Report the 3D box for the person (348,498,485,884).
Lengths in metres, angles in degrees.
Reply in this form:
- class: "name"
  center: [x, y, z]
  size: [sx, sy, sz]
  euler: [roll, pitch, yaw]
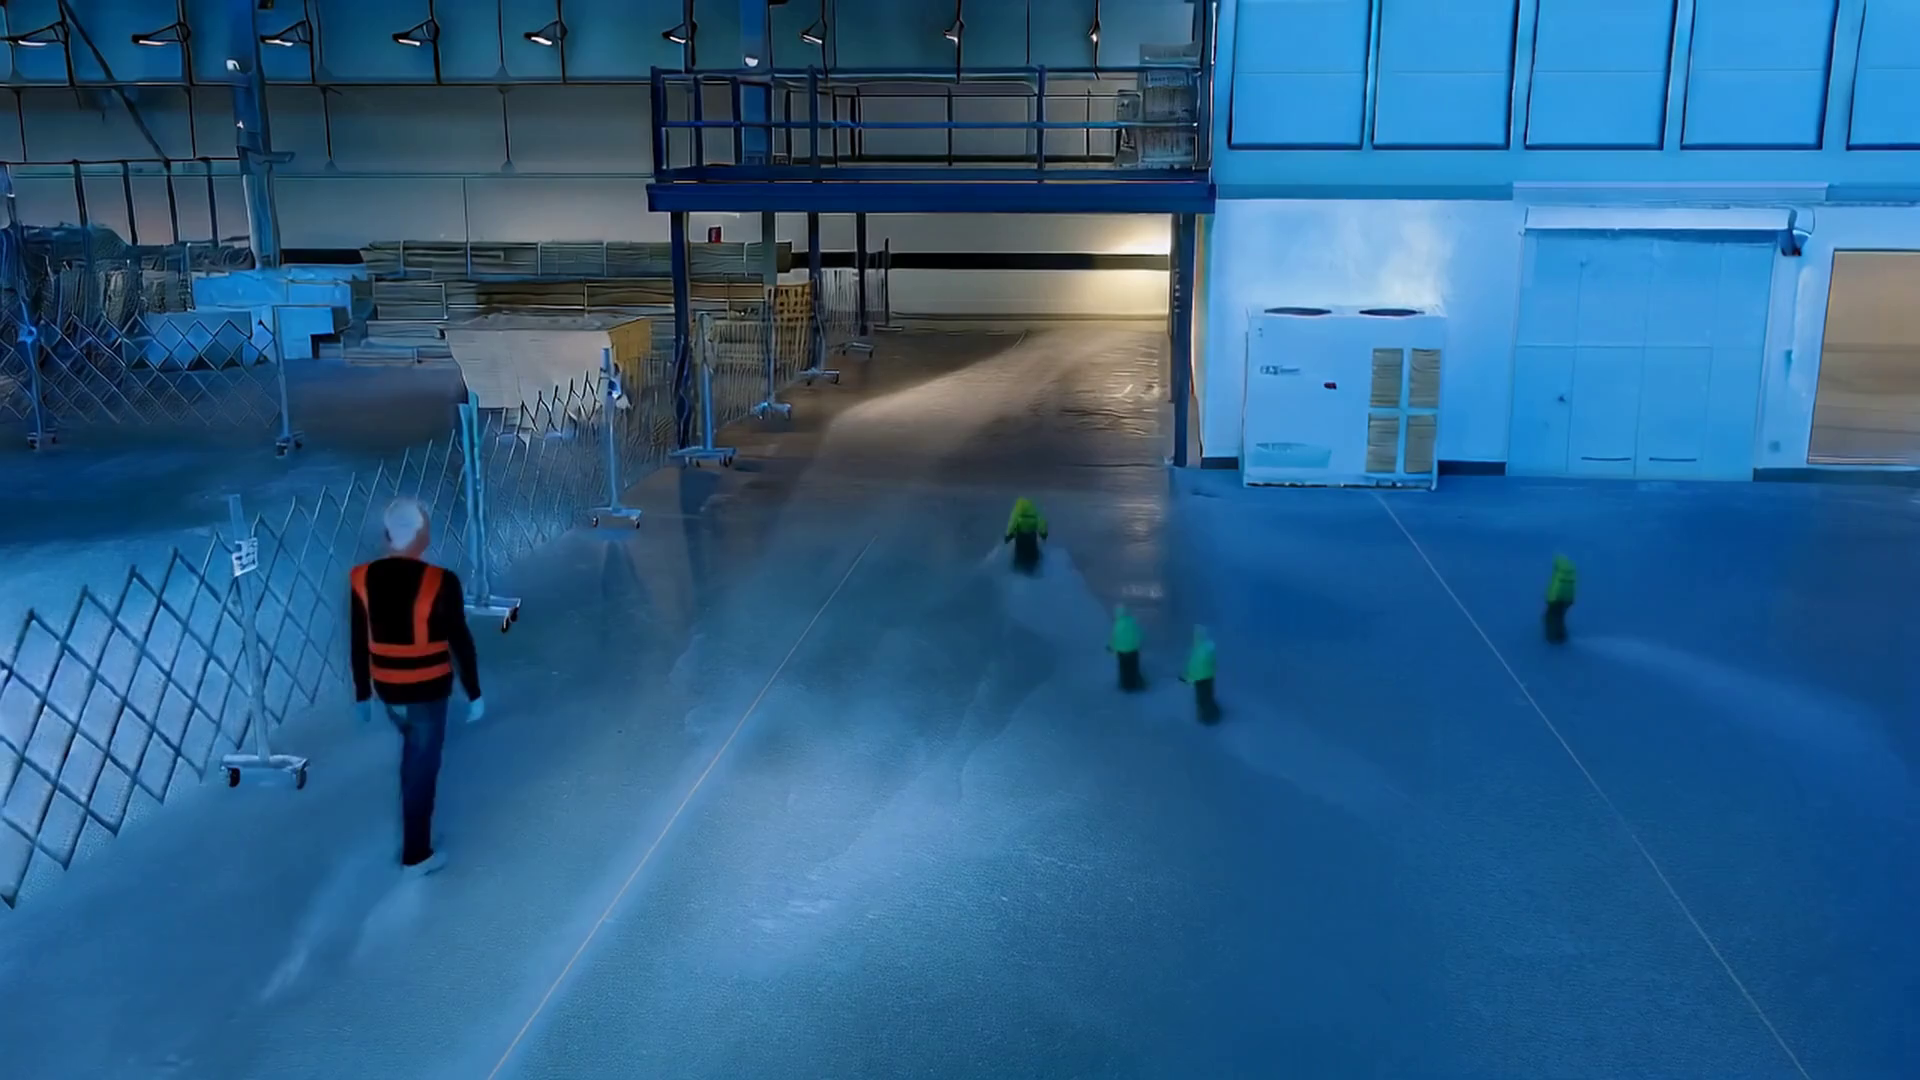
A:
- class: "person"
  center: [-2.582, 0.702, 8.038]
  size: [0.585, 1.859, 0.650]
  euler: [4, 14, 16]
